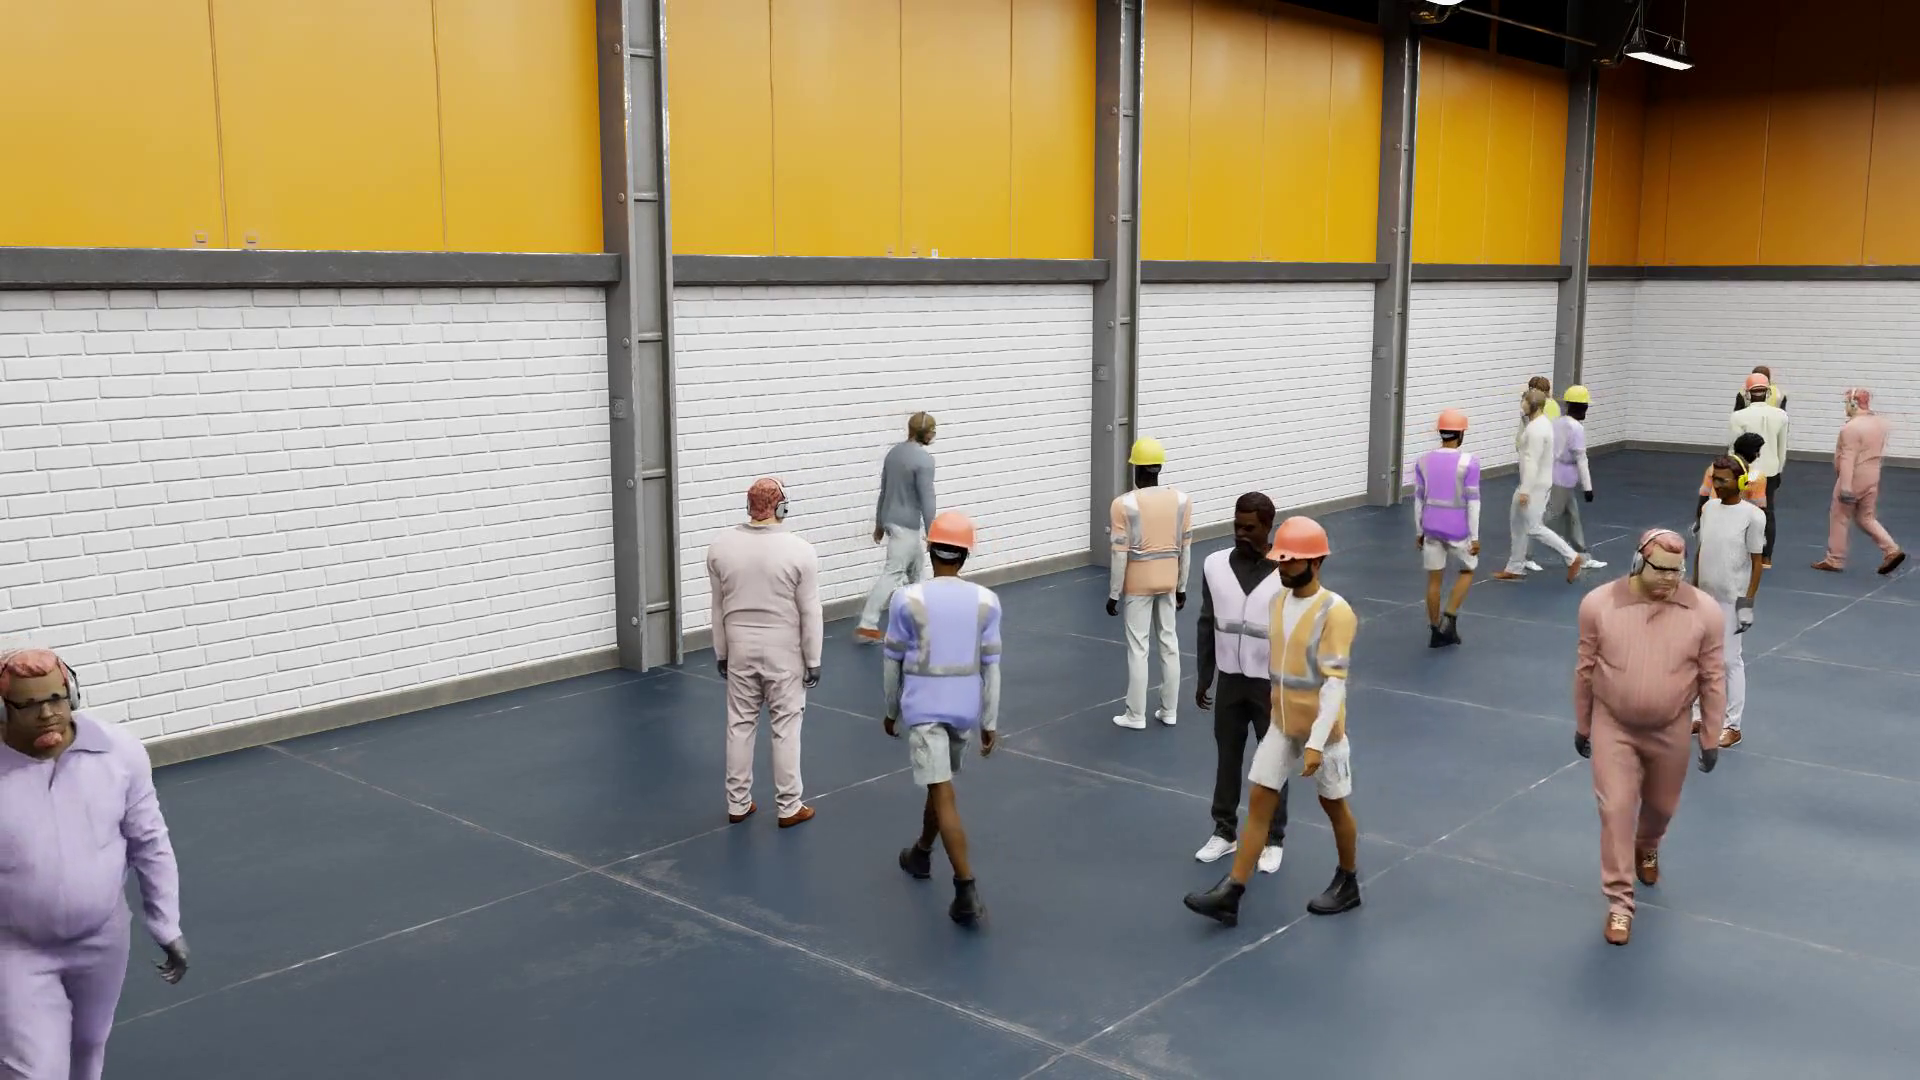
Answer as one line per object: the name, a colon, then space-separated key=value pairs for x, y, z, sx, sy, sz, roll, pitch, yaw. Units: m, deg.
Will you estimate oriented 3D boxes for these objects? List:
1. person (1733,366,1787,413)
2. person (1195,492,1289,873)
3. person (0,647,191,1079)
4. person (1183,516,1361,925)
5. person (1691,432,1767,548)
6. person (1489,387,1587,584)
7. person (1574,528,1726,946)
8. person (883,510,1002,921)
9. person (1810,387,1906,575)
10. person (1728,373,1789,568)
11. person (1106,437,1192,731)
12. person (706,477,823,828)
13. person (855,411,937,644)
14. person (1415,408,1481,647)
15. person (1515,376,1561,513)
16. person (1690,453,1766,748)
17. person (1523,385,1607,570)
person: x=10.499 y=-1.390 z=21.883 sx=0.629 sy=1.798 sz=0.987 roll=1 pitch=9 yaw=7
person: x=1.476 y=0.700 z=8.356 sx=0.596 sy=1.914 sz=0.370 roll=5 pitch=10 yaw=30
person: x=-2.713 y=1.248 z=5.063 sx=0.954 sy=1.863 sz=0.651 roll=8 pitch=12 yaw=42
person: x=1.506 y=0.838 z=7.553 sx=0.974 sy=1.886 sz=0.559 roll=-6 pitch=11 yaw=-31
person: x=6.538 y=-0.089 z=14.114 sx=0.662 sy=1.646 sz=0.554 roll=-5 pitch=11 yaw=-30
person: x=5.569 y=-0.502 z=15.924 sx=0.808 sy=1.914 sz=0.637 roll=3 pitch=10 yaw=18
person: x=3.168 y=0.836 z=7.688 sx=0.644 sy=1.860 sz=0.935 roll=3 pitch=10 yaw=19
person: x=-0.061 y=0.802 z=7.849 sx=0.542 sy=1.880 sz=1.009 roll=-4 pitch=10 yaw=-23
person: x=8.984 y=-0.576 z=16.515 sx=0.670 sy=1.876 sz=0.782 roll=-6 pitch=11 yaw=-32
person: x=8.057 y=-0.693 z=16.877 sx=0.608 sy=1.988 sz=0.392 roll=-1 pitch=9 yaw=-3
person: x=1.230 y=0.289 z=10.889 sx=0.585 sy=1.930 sz=0.365 roll=-4 pitch=10 yaw=-22
person: x=-1.031 y=0.606 z=9.003 sx=0.640 sy=1.902 sz=0.402 roll=3 pitch=9 yaw=16
person: x=-0.448 y=-0.103 z=13.515 sx=1.049 sy=1.877 sz=0.664 roll=-5 pitch=10 yaw=-27
person: x=3.897 y=-0.089 z=13.270 sx=0.567 sy=1.926 sz=0.400 roll=8 pitch=12 yaw=41
person: x=6.510 y=-0.931 z=18.828 sx=0.429 sy=1.844 sz=0.626 roll=9 pitch=13 yaw=44
person: x=4.814 y=0.375 z=10.538 sx=0.328 sy=1.872 sz=0.509 roll=-4 pitch=10 yaw=-23
person: x=6.052 y=-0.611 z=16.714 sx=0.969 sy=1.888 sz=0.604 roll=0 pitch=9 yaw=-1
